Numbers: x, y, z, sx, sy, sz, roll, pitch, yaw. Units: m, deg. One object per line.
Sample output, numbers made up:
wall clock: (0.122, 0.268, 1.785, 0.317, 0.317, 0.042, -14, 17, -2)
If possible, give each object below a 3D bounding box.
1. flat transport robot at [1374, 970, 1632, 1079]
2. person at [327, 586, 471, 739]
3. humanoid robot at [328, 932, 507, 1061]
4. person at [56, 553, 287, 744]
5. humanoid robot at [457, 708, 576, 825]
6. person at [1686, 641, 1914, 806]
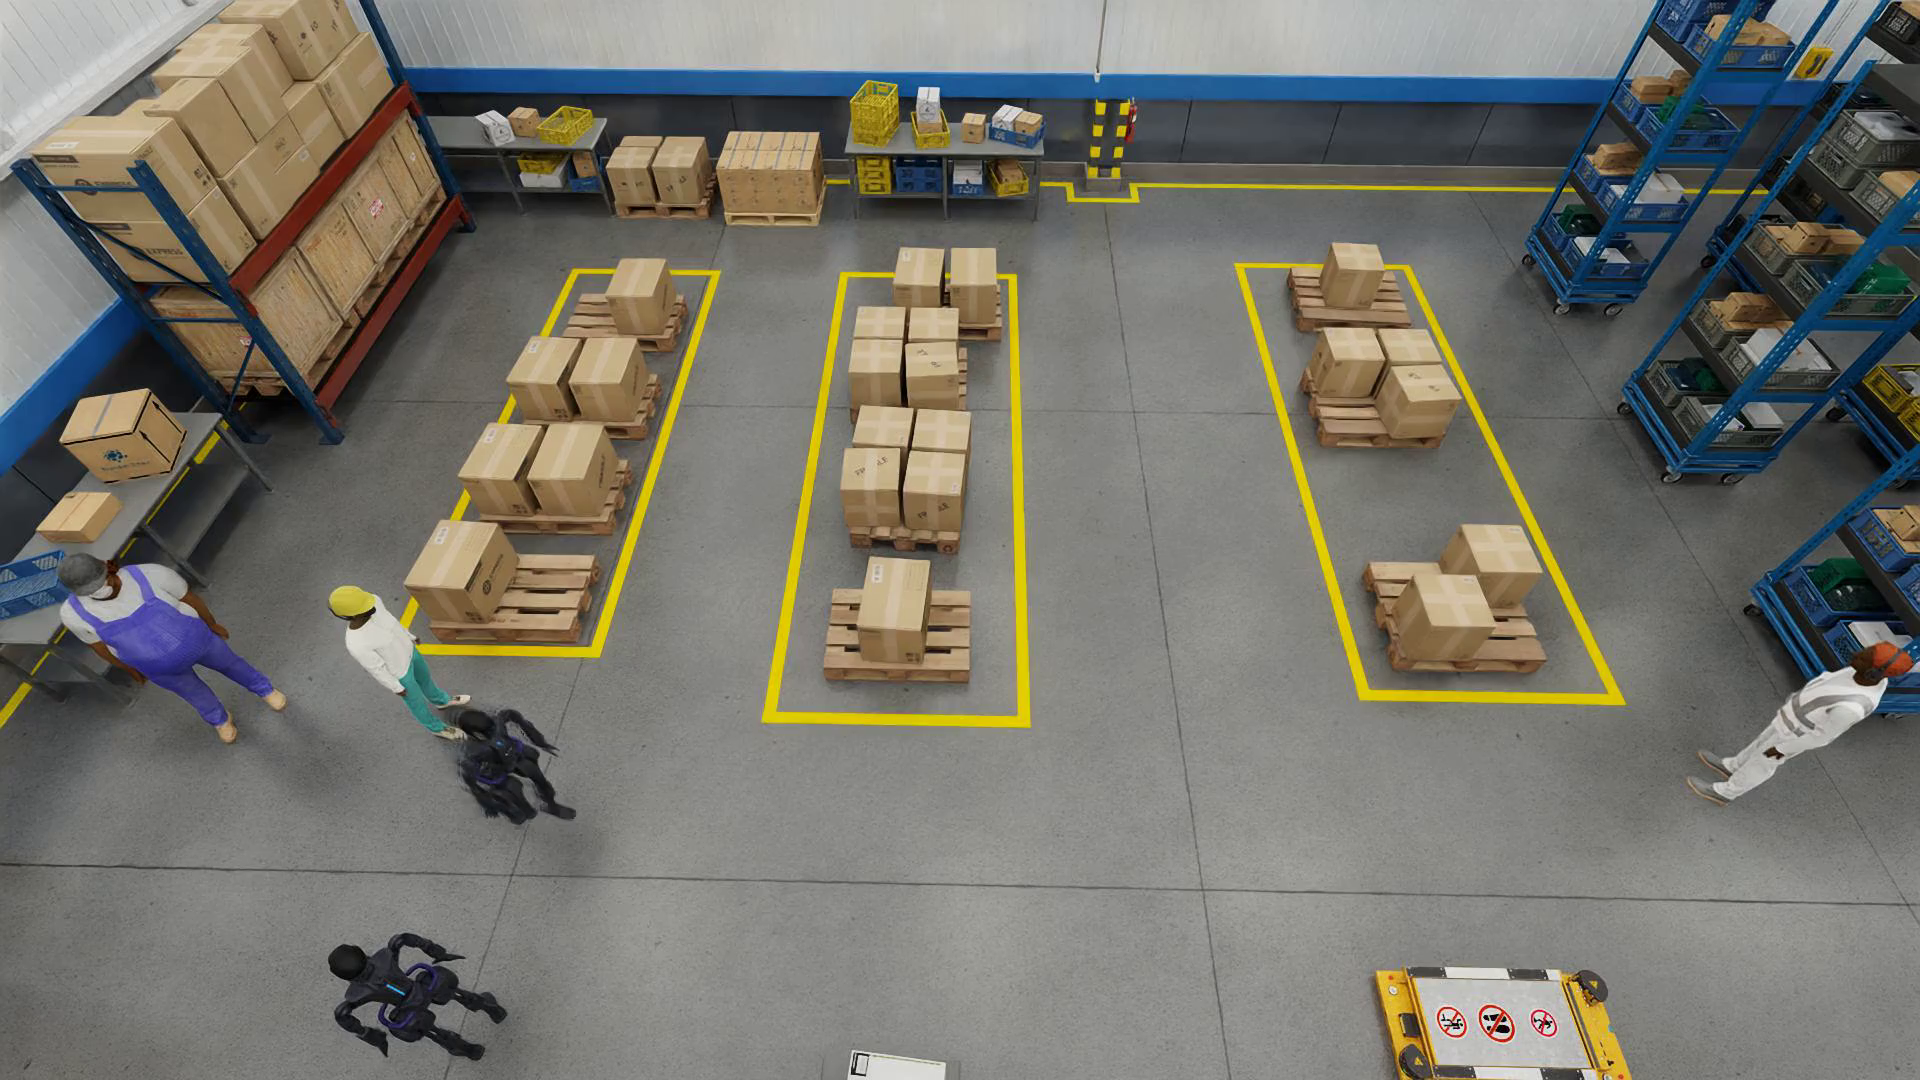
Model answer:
flat transport robot: (3.501, 3.133, 5.914, 1.431, 0.197, 0.652, 1, 51, 1)
person: (-4.133, 0.895, 6.789, 0.309, 1.768, 0.532, -8, 51, -7)
humanoid robot: (-3.192, 2.695, 5.371, 0.319, 1.657, 0.612, 17, 53, 14)
person: (-5.762, 0.780, 6.708, 0.538, 2.000, 0.682, 36, 59, 26)
humanoid robot: (-3.097, 1.576, 6.294, 0.487, 1.644, 0.607, 14, 52, 11)
person: (5.829, 1.298, 6.387, 0.573, 1.881, 0.356, -37, 60, -26)
